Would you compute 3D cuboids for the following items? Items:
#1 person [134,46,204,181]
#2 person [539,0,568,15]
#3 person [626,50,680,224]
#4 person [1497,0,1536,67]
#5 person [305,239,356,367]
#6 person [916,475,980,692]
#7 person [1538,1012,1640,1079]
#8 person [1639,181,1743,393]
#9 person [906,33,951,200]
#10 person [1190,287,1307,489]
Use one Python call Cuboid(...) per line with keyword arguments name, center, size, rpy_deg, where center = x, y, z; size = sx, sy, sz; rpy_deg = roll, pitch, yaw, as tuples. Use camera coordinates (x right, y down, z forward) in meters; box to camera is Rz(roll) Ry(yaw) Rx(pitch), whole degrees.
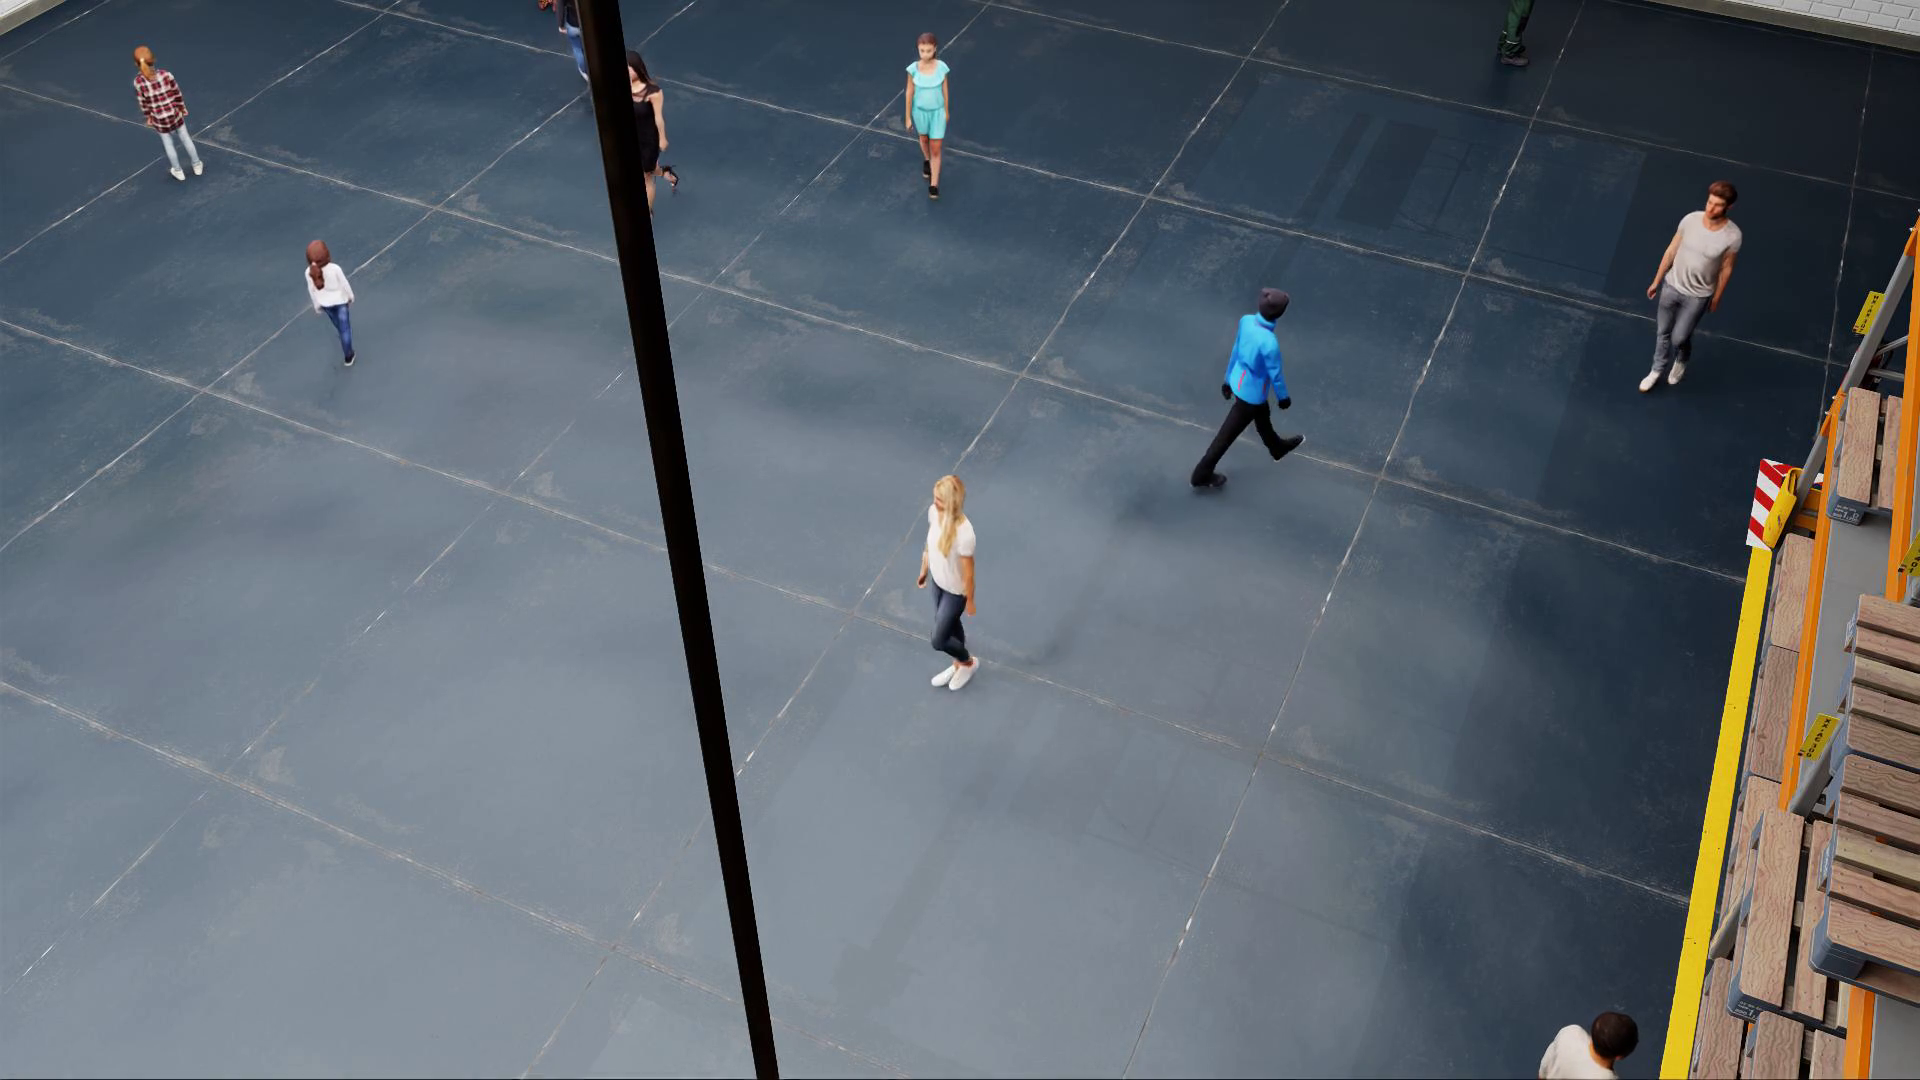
Cuboid(name="person", center=(-7.397, -3.979, 15.484), size=(0.582, 1.305, 0.674), rpy_deg=(-24, 49, -23))
Cuboid(name="person", center=(-4.516, -6.507, 17.838), size=(0.621, 1.719, 0.563), rpy_deg=(25, 49, 24))
Cuboid(name="person", center=(-2.796, -3.585, 14.788), size=(0.679, 1.694, 0.963), rpy_deg=(19, 47, 19))
Cuboid(name="person", center=(5.812, -5.785, 16.993), size=(0.813, 1.839, 0.655), rpy_deg=(6, 44, 6))
Cuboid(name="person", center=(-5.085, -1.912, 13.471), size=(0.679, 1.089, 0.819), rpy_deg=(-4, 44, -4))
Cuboid(name="person", center=(0.024, 0.263, 10.673), size=(0.776, 1.799, 0.729), rpy_deg=(-21, 47, -20))
Cuboid(name="person", center=(2.907, 2.808, 7.993), size=(0.777, 1.810, 0.722), rpy_deg=(-15, 46, -15))
Cuboid(name="person", center=(5.717, -1.990, 12.976), size=(0.787, 1.885, 0.827), rpy_deg=(35, 53, 31))
Cuboid(name="person", center=(-0.288, -3.973, 15.327), size=(0.806, 1.514, 1.093), rpy_deg=(2, 44, 2))
Cuboid(name="person", center=(2.004, -1.037, 12.079), size=(1.166, 1.742, 1.178), rpy_deg=(-12, 45, -12))
